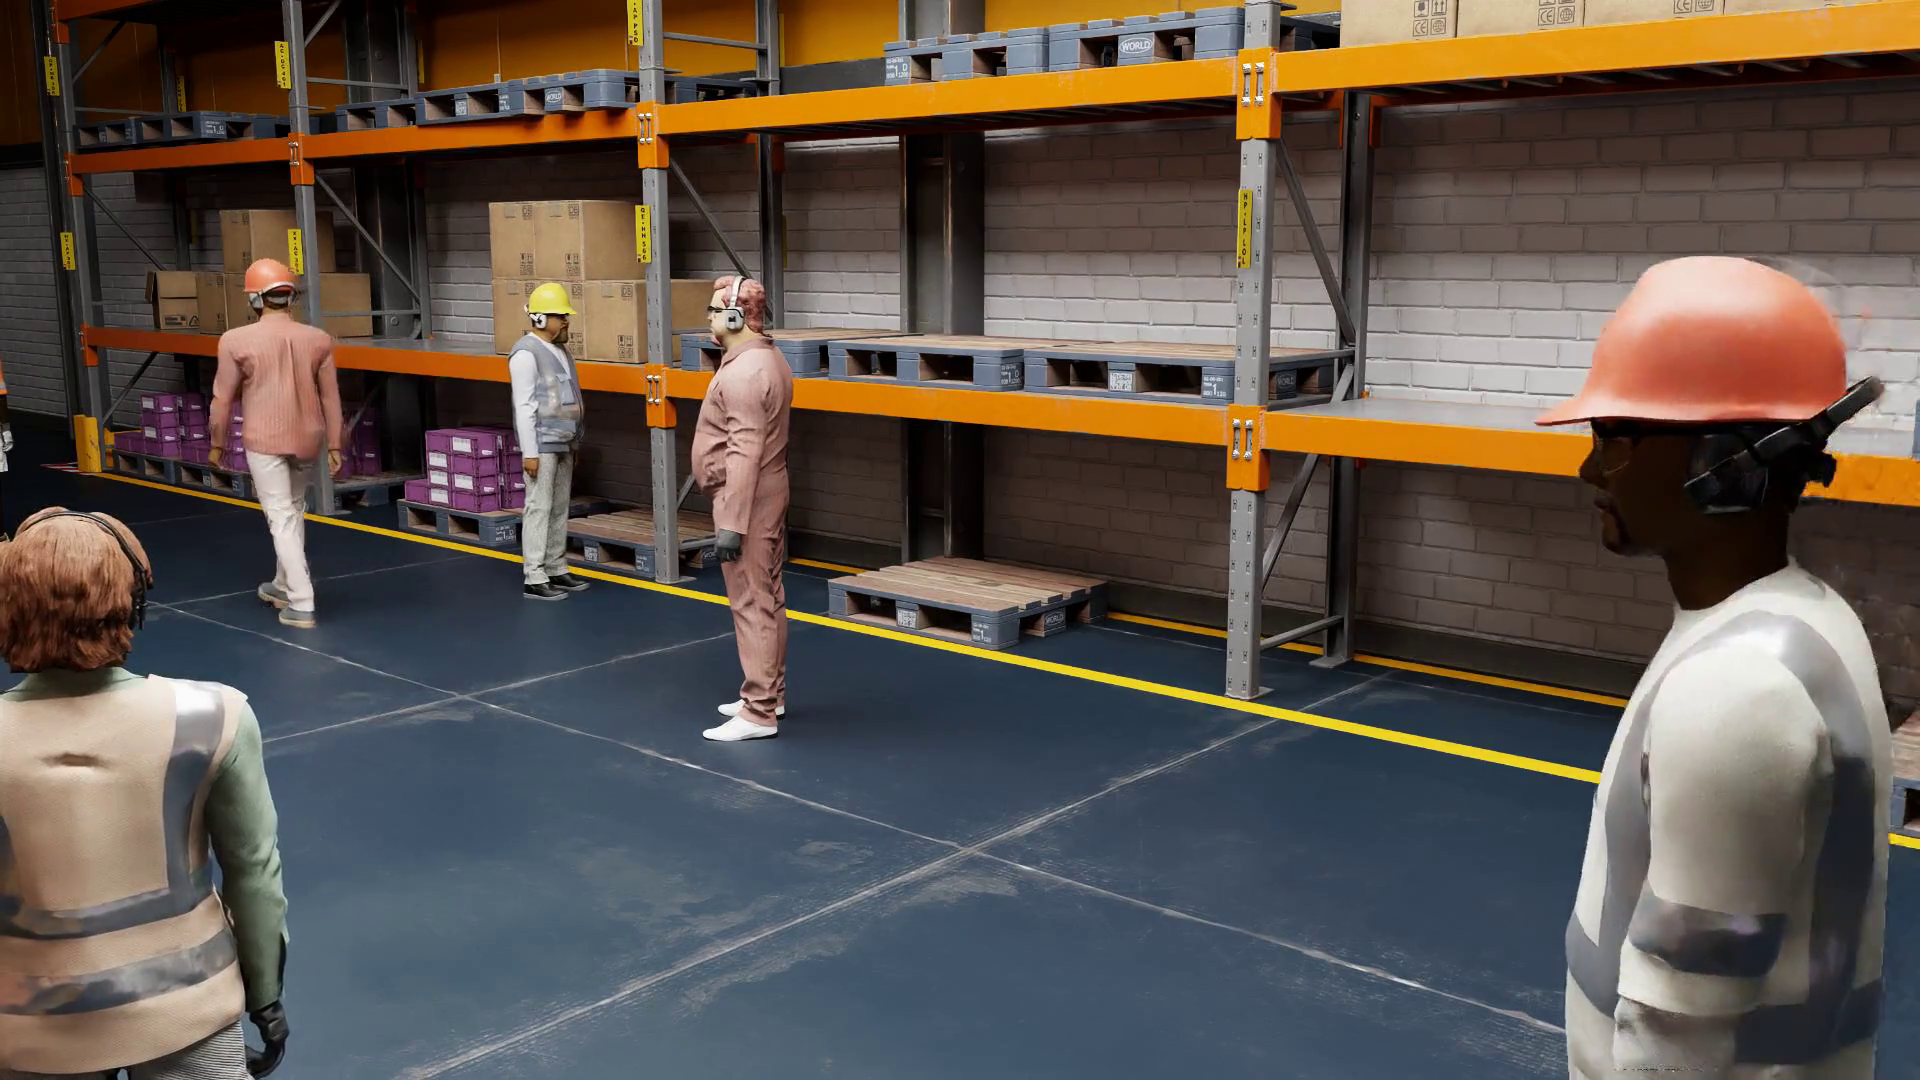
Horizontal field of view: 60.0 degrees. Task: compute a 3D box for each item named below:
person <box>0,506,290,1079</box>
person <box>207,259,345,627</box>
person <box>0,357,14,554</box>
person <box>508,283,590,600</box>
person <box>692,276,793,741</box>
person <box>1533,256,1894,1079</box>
[{"bbox_3d":[-1.300,0.765,2.567,0.510,1.640,0.308,-4,11,-23],"label":"person"},{"bbox_3d":[-3.747,-0.529,9.025,0.807,1.966,0.626,8,13,40],"label":"person"},{"bbox_3d":[-6.372,-0.697,10.725,0.541,1.696,0.315,0,10,2],"label":"person"},{"bbox_3d":[-2.374,-0.568,9.645,0.403,1.824,0.597,2,10,12],"label":"person"},{"bbox_3d":[-0.902,-0.126,6.880,0.407,1.910,0.638,1,10,4],"label":"person"},{"bbox_3d":[0.928,0.698,1.885,0.775,2.021,0.613,5,11,24],"label":"person"}]
